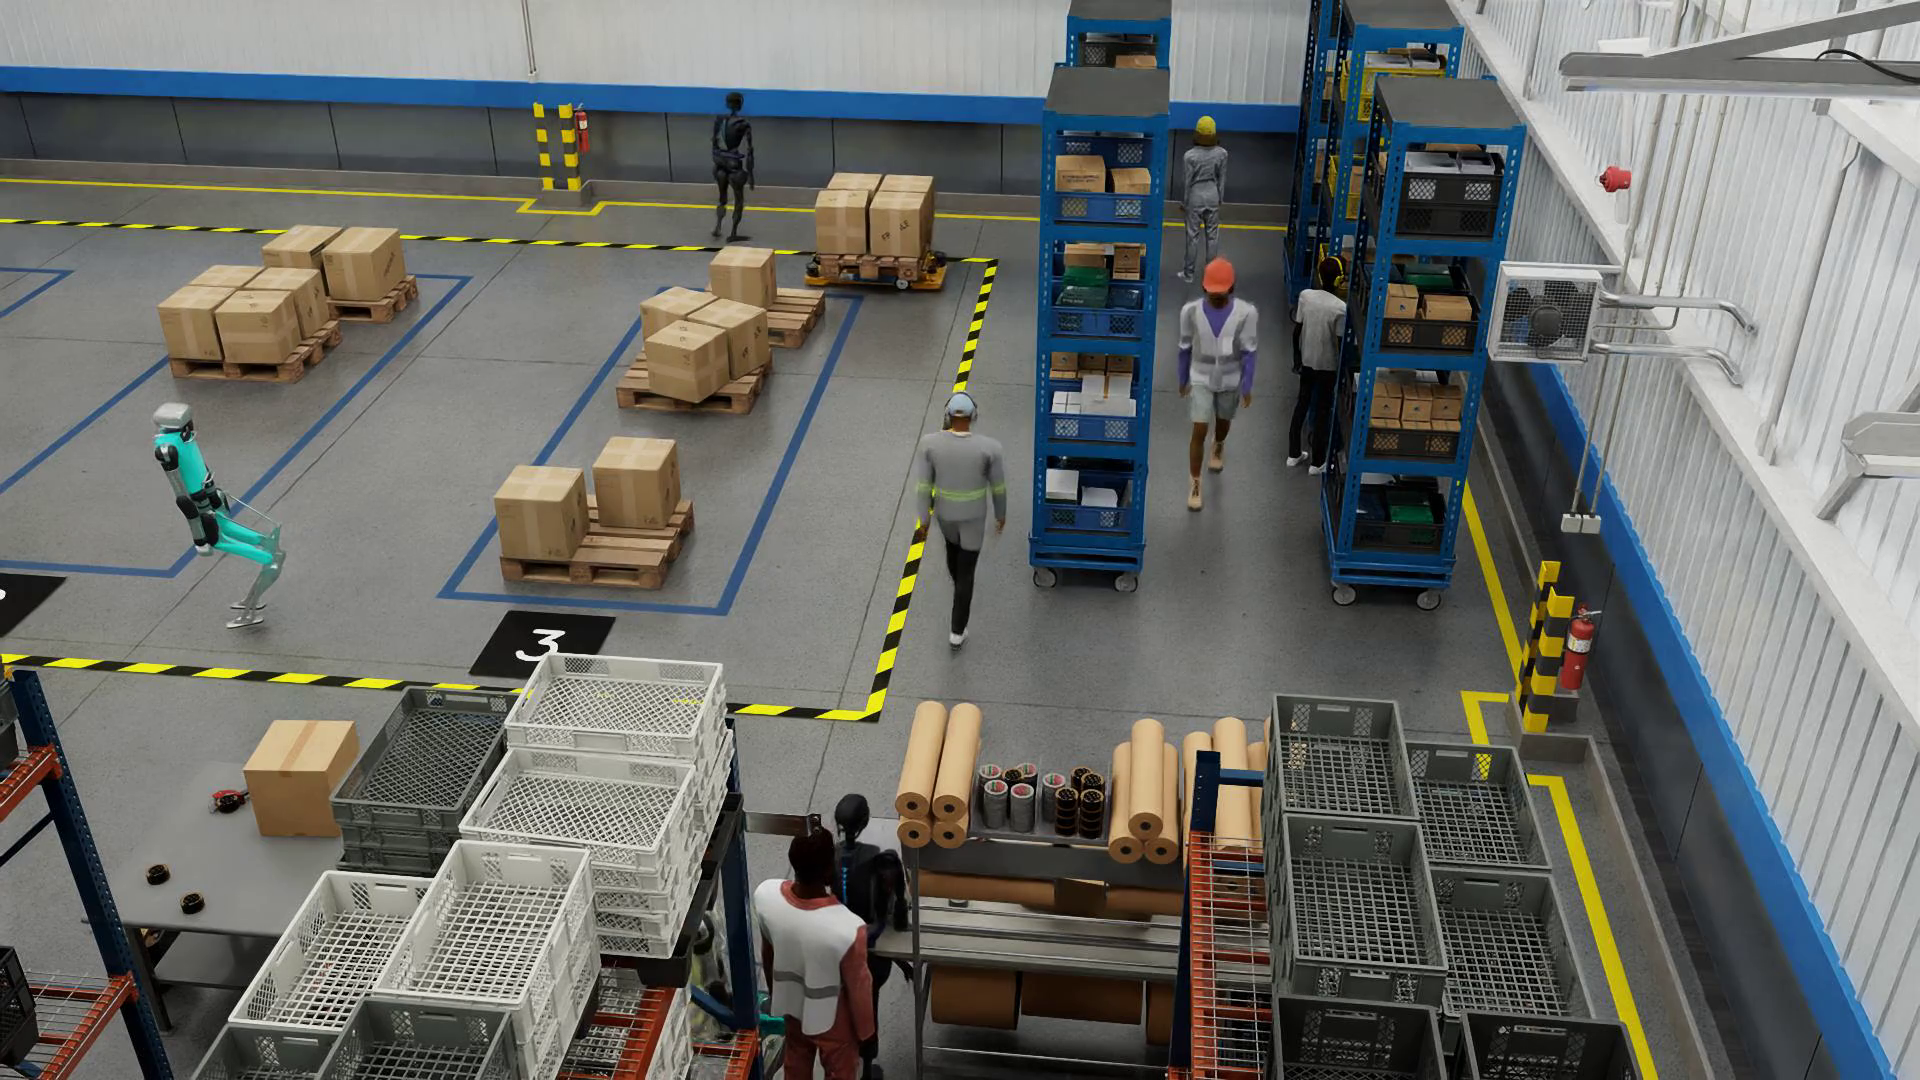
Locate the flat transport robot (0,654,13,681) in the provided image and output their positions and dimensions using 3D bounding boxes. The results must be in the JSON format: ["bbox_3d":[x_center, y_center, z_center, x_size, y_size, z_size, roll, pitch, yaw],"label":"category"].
[{"bbox_3d":[-7.142,0.969,11.010,1.431,0.231,0.659,3,30,6],"label":"flat transport robot"}]

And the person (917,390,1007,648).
[{"bbox_3d":[0.017,-0.198,11.486,0.603,1.804,0.955,6,31,10],"label":"person"}]

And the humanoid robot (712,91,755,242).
[{"bbox_3d":[-2.545,-4.109,18.327,0.603,1.639,0.398,17,34,27],"label":"humanoid robot"}]

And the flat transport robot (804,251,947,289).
[{"bbox_3d":[-0.884,-2.891,17.611,1.431,0.197,0.652,3,30,6],"label":"flat transport robot"}]

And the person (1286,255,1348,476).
[{"bbox_3d":[2.926,-1.416,13.524,0.309,1.859,0.530,-25,39,-36],"label":"person"}]

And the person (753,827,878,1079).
[{"bbox_3d":[-0.642,2.084,7.466,0.590,1.915,0.403,19,35,29],"label":"person"}]

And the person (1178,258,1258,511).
[{"bbox_3d":[2.022,-1.309,13.201,0.604,2.005,0.955,4,30,7],"label":"person"}]

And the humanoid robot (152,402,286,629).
[{"bbox_3d":[-4.974,-0.177,11.385,0.735,1.677,0.533,-5,31,-8],"label":"humanoid robot"}]

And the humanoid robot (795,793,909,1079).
[{"bbox_3d":[-0.541,1.956,7.931,0.590,1.635,0.472,2,30,3],"label":"humanoid robot"}]

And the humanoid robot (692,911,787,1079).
[{"bbox_3d":[-1.008,2.011,7.631,0.735,1.672,0.533,-17,34,-26],"label":"humanoid robot"}]

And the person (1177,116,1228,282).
[{"bbox_3d":[2.512,-3.536,17.278,0.485,1.745,0.292,-7,31,-13],"label":"person"}]

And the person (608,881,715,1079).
[{"bbox_3d":[-1.246,2.186,7.397,0.905,1.802,0.637,9,31,15],"label":"person"}]
